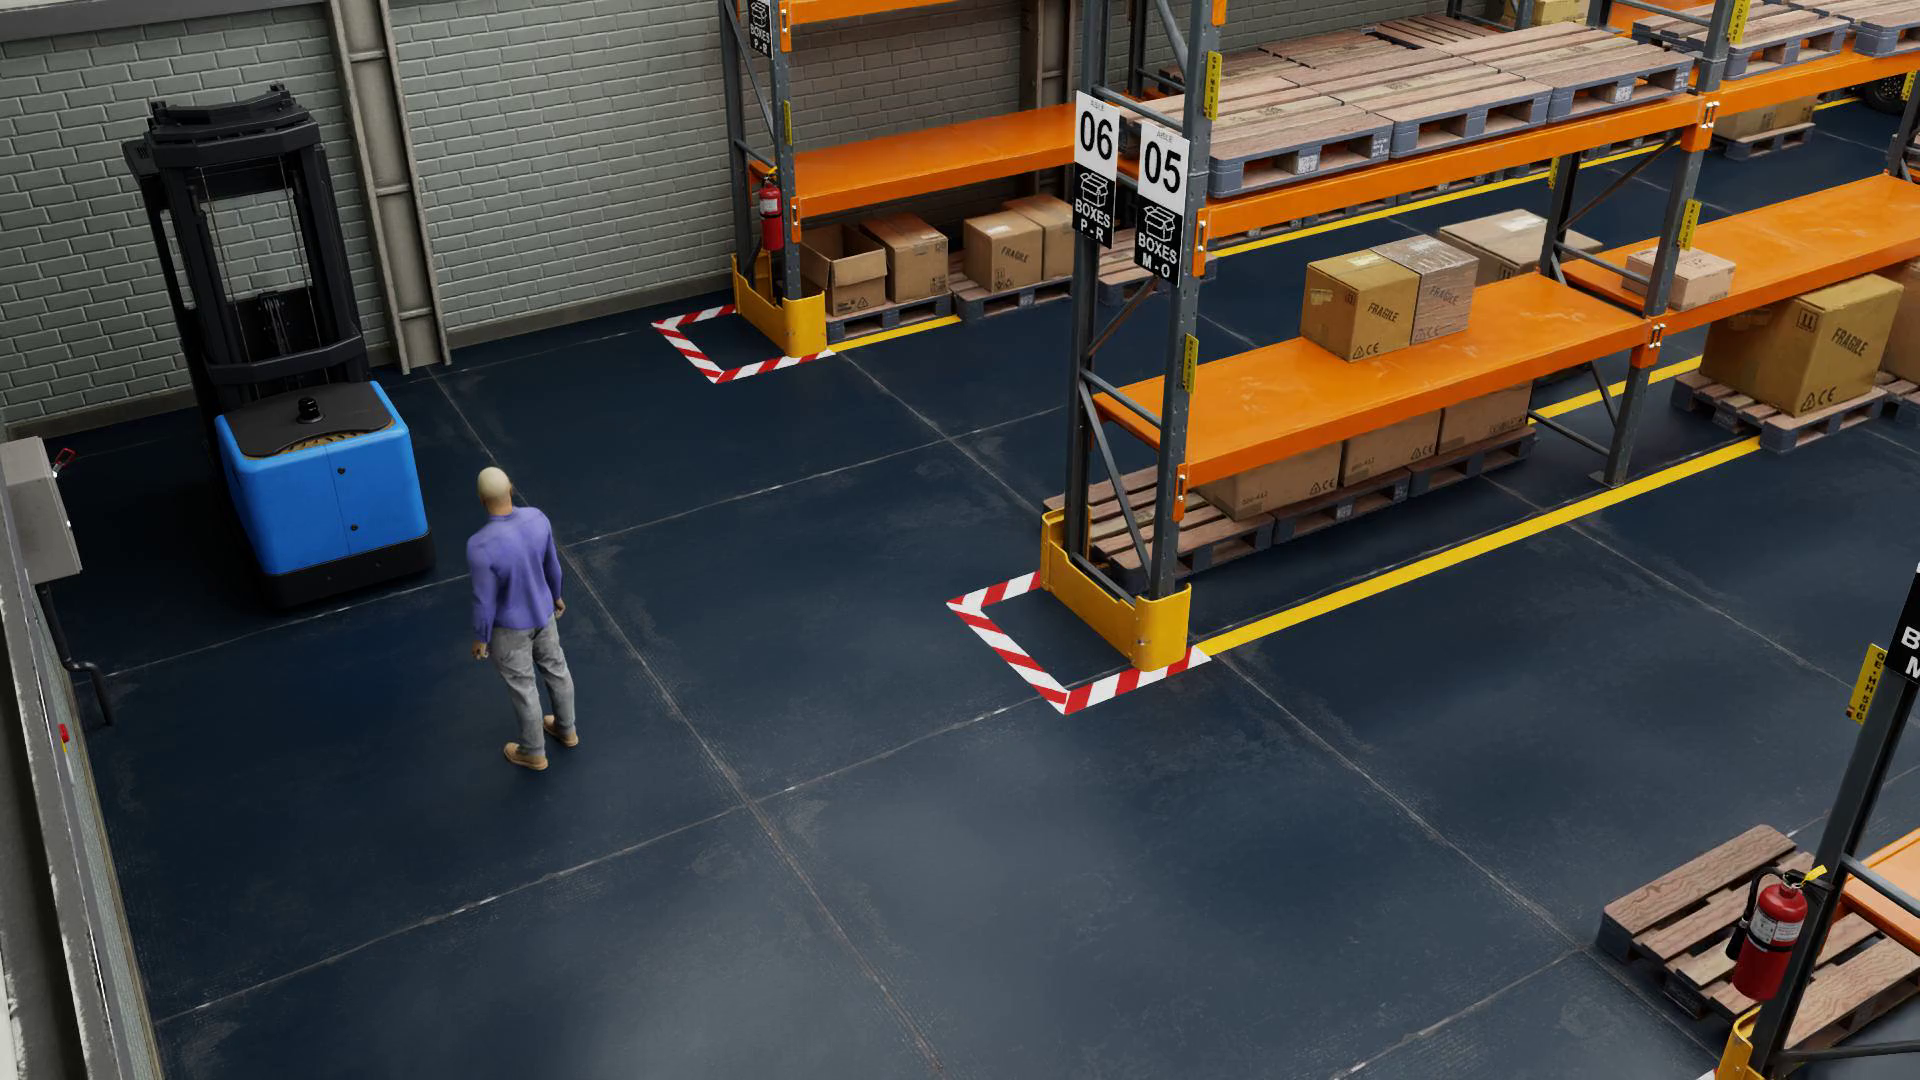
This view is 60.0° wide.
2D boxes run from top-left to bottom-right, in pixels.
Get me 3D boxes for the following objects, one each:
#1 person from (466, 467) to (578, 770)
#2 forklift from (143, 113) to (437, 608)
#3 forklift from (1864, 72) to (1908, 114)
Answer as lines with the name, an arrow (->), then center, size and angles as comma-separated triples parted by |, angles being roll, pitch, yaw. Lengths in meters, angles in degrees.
person -> -2.312, 0.428, 8.797 | 0.395, 1.796, 0.587 | 22, 38, 31
forklift -> -4.289, -1.259, 10.509 | 1.129, 2.768, 1.873 | -17, 36, -26
forklift -> 11.468, -5.645, 18.244 | 1.214, 2.155, 2.313 | -17, 36, -26
